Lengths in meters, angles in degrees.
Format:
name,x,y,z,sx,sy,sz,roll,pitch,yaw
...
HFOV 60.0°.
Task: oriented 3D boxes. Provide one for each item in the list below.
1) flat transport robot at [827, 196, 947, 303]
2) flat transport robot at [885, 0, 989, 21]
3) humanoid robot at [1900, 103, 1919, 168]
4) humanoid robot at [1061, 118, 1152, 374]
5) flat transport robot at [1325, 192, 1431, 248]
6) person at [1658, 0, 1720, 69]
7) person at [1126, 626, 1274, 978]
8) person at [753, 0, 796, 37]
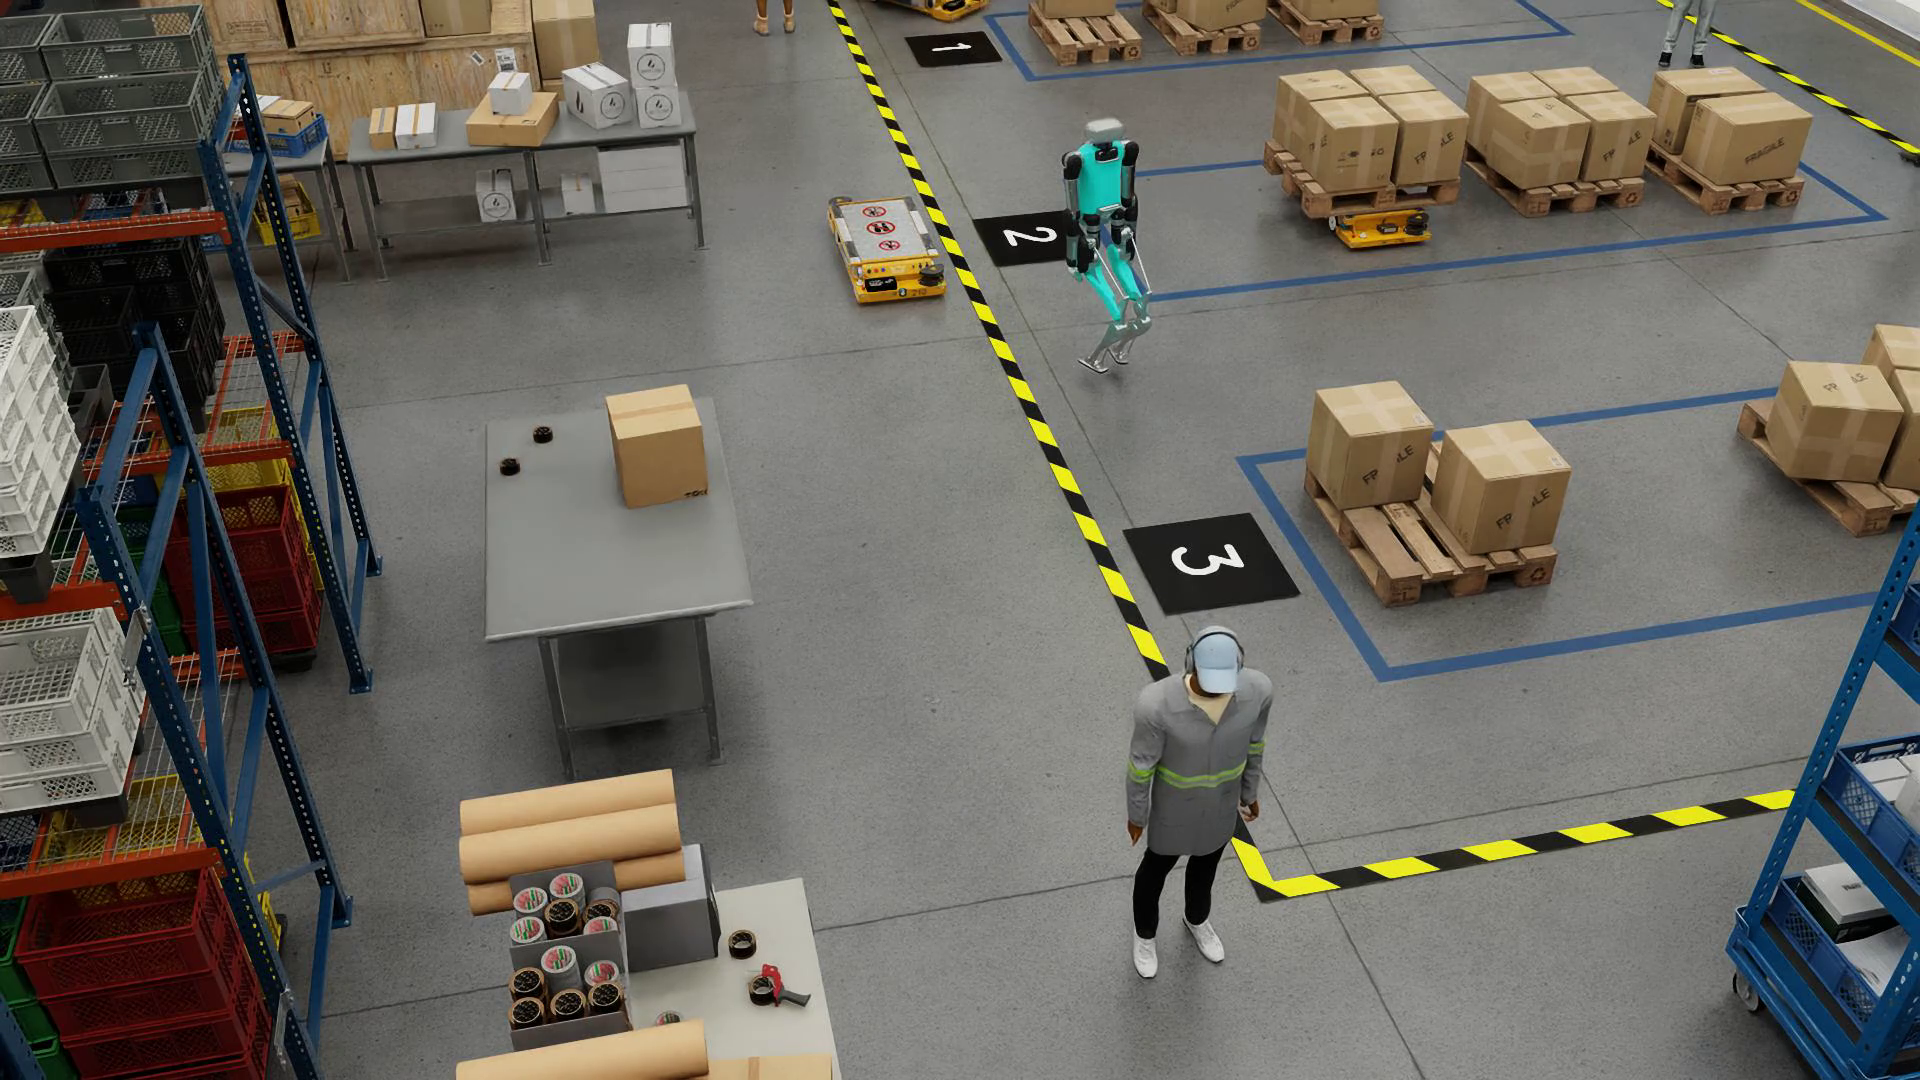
name,x,y,z,sx,sy,sz,roll,pitch,yaw
flat transport robot,-0.570,-2.220,12.538,0.659,0.231,1.431,-8,37,-10
flat transport robot,-0.456,-5.700,17.192,1.431,0.197,0.652,26,44,31
humanoid robot,8.063,-3.645,13.328,0.595,1.646,0.788,-14,39,-18
humanoid robot,1.002,-1.816,10.656,0.533,1.672,0.735,-17,40,-22
flat transport robot,3.134,-2.740,13.213,0.652,0.197,1.431,-8,37,-10
person,6.888,-5.278,15.334,0.590,1.837,0.404,8,37,11
person,0.966,1.073,6.785,0.596,1.849,0.394,-9,38,-12
person,-1.870,-5.885,15.985,0.604,2.037,0.390,-9,38,-12
